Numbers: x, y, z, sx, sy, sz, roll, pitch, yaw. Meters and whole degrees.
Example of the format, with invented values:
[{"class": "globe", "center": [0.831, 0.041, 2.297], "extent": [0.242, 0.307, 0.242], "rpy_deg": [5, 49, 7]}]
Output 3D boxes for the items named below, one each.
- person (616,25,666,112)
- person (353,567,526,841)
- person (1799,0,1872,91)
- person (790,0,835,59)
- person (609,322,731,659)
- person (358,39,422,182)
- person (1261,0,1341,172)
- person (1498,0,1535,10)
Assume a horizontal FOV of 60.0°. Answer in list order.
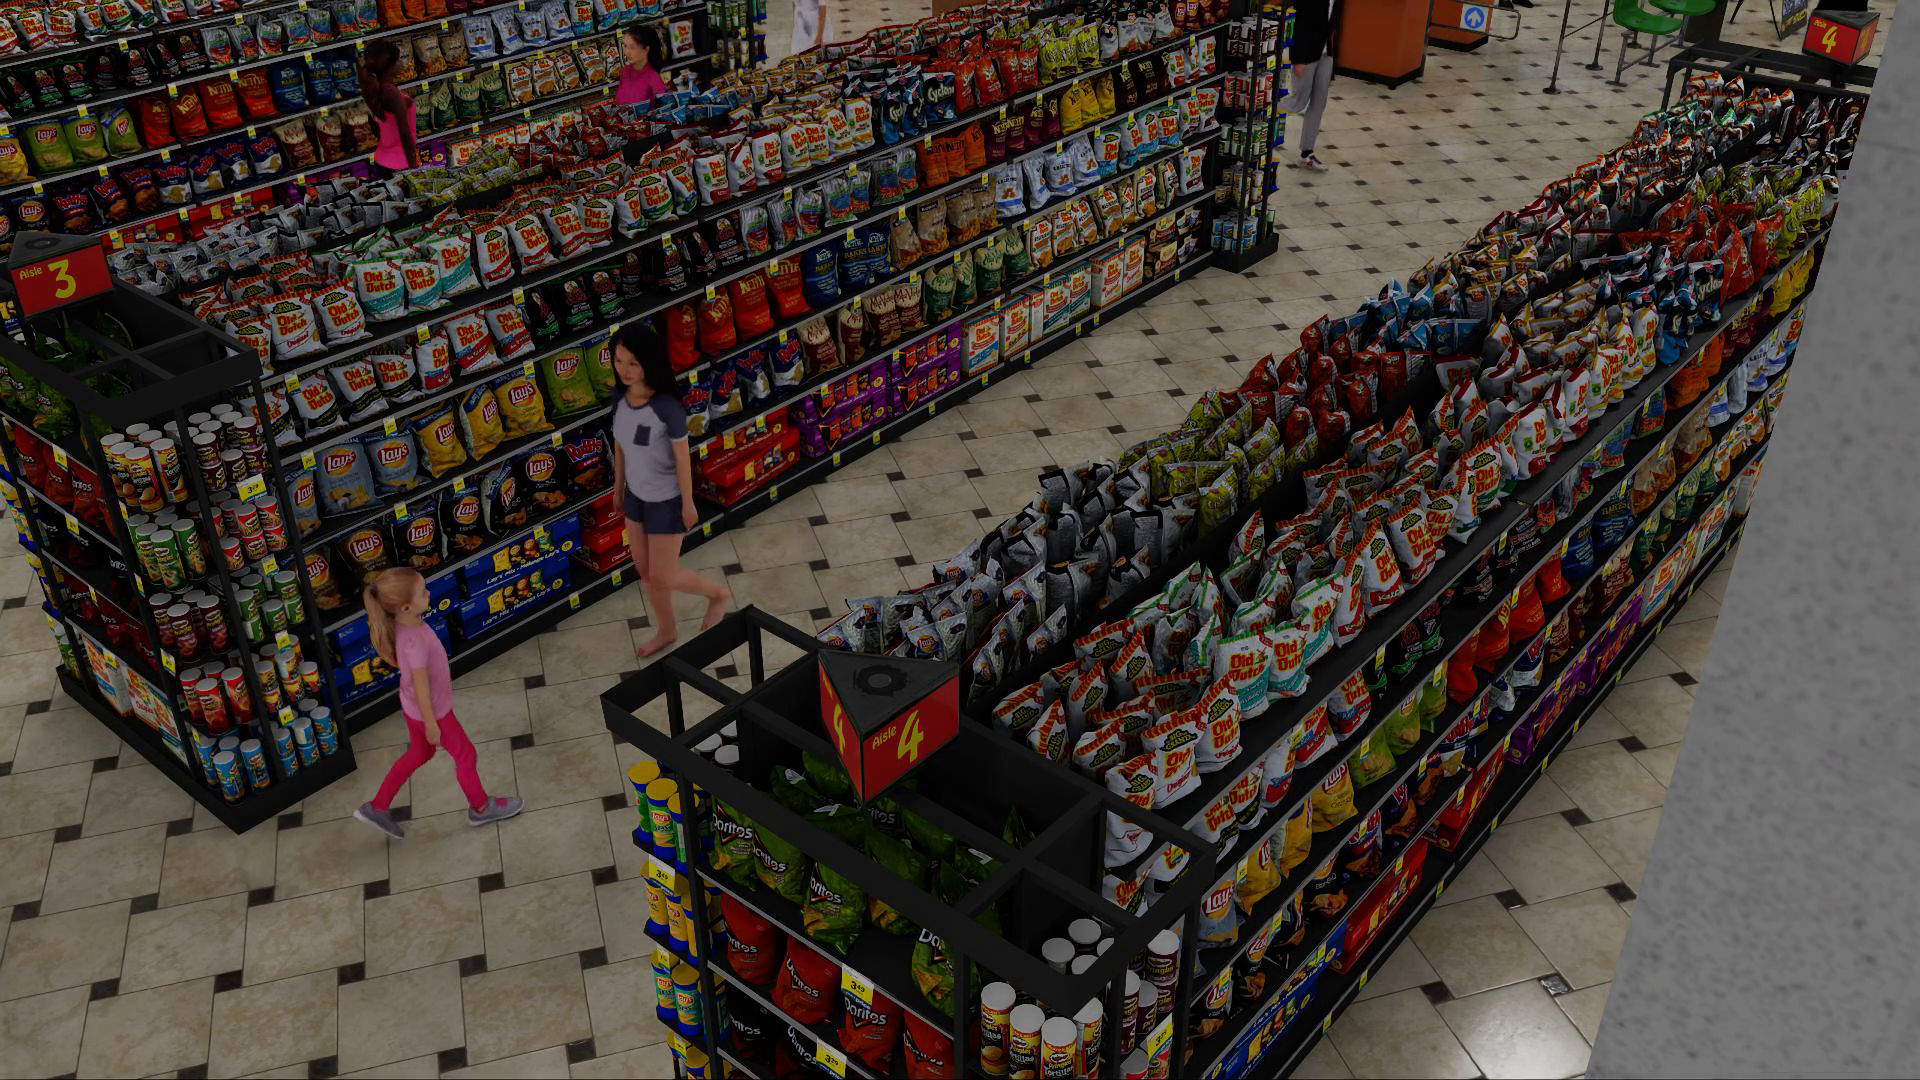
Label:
[{"class": "person", "center": [-2.080, -2.733, 11.571], "extent": [1.214, 1.652, 0.745], "rpy_deg": [-23, 39, -32]}, {"class": "person", "center": [-2.143, 0.660, 6.494], "extent": [0.936, 1.254, 0.710], "rpy_deg": [-16, 35, -23]}, {"class": "person", "center": [7.169, -4.124, 13.822], "extent": [1.165, 1.635, 1.130], "rpy_deg": [-2, 32, -3]}, {"class": "person", "center": [-1.180, -4.240, 13.942], "extent": [0.706, 1.706, 1.114], "rpy_deg": [17, 36, 25]}, {"class": "person", "center": [-1.297, -0.231, 7.511], "extent": [0.617, 1.693, 0.675], "rpy_deg": [26, 40, 35]}, {"class": "person", "center": [-3.789, -2.427, 11.024], "extent": [0.553, 1.711, 0.772], "rpy_deg": [27, 41, 36]}, {"class": "person", "center": [2.711, -3.924, 13.214], "extent": [0.961, 1.938, 0.862], "rpy_deg": [-25, 40, -34]}, {"class": "person", "center": [6.030, -6.582, 17.599], "extent": [0.672, 1.819, 0.805], "rpy_deg": [-11, 34, -17]}]
